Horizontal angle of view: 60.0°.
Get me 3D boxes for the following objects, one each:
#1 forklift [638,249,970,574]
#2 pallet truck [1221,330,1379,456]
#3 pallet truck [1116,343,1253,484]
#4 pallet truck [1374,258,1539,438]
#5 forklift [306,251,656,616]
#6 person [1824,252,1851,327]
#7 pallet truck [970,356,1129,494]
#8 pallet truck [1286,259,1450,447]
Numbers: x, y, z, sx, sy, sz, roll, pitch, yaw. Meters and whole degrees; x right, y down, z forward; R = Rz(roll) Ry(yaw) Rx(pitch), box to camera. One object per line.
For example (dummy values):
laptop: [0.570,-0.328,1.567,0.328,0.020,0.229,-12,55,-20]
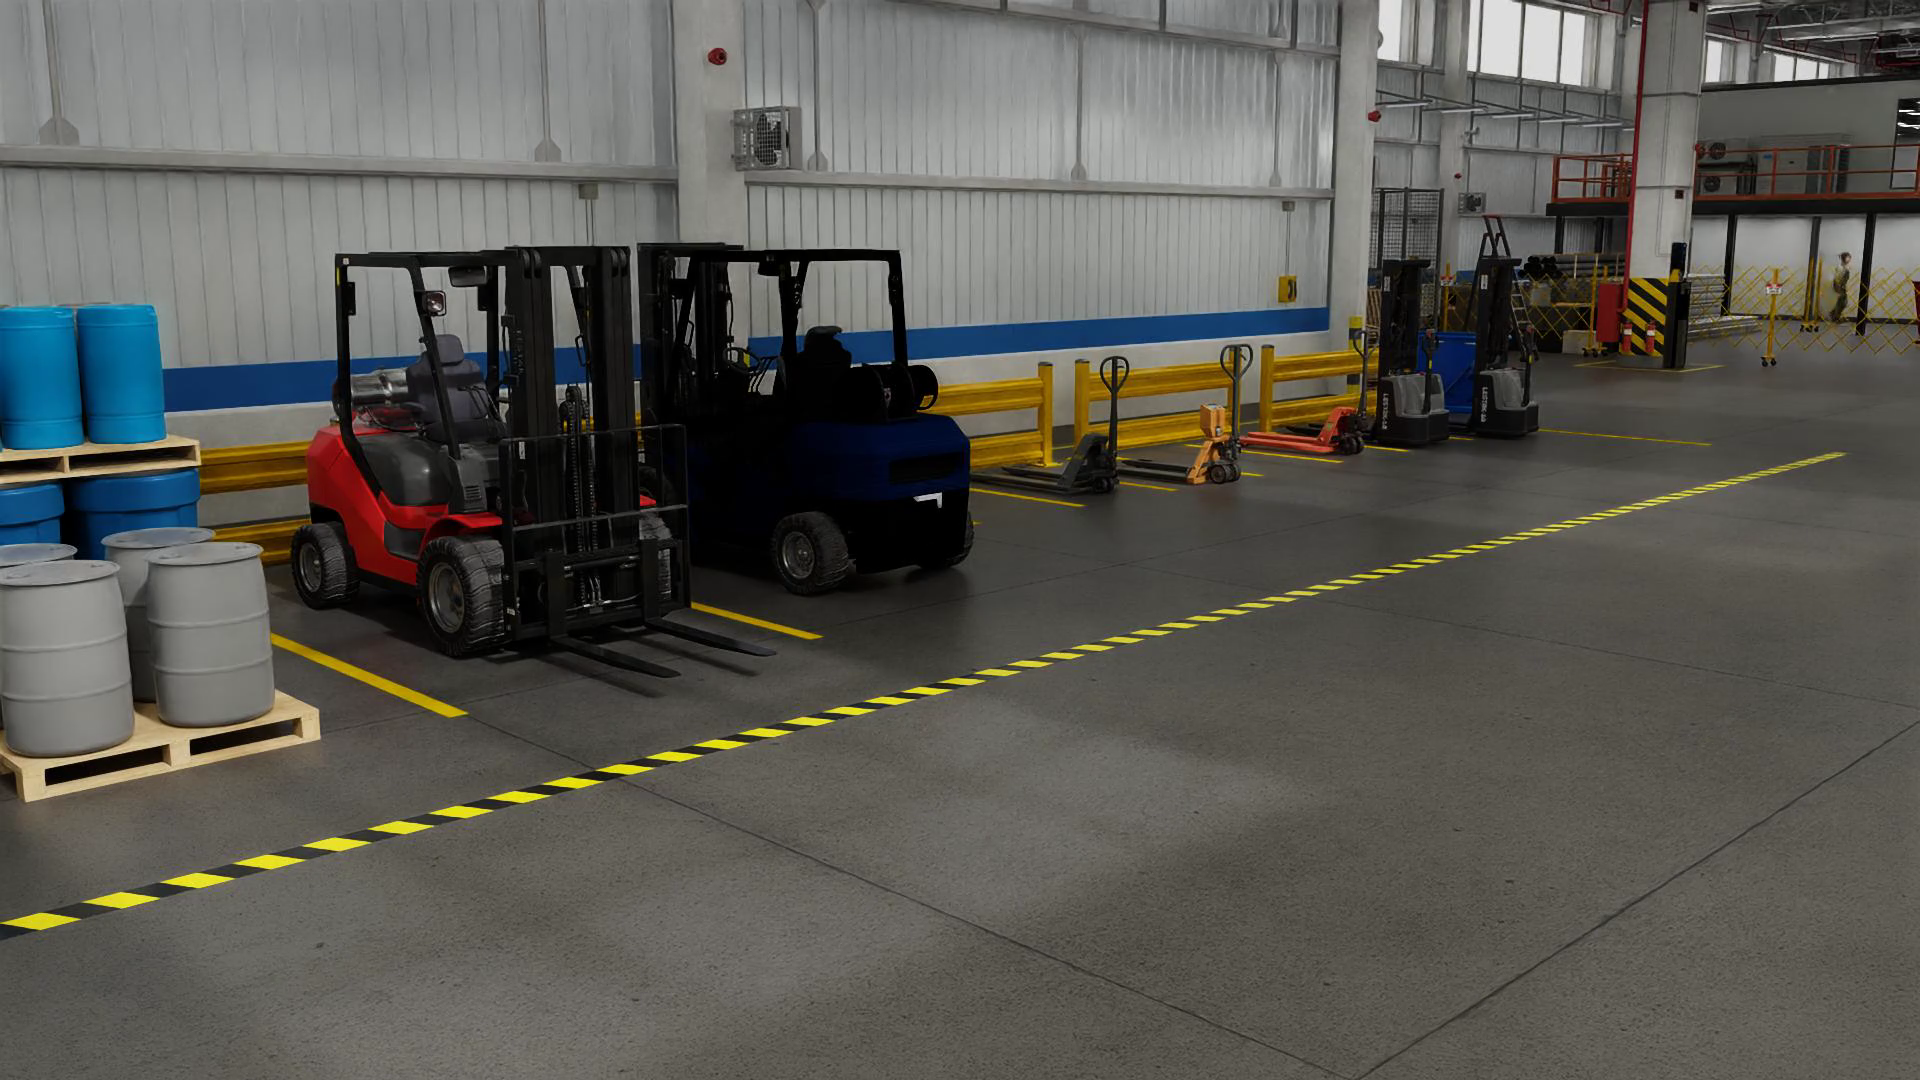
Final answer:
forklift: [-1.173,-0.958,11.239,2.680,1.987,1.157,10,14,43]
pallet truck: [3.563,-1.581,17.381,0.653,1.274,1.630,-10,14,-44]
pallet truck: [1.962,-1.215,15.415,1.522,1.261,0.704,10,14,43]
pallet truck: [5.704,-2.208,18.901,1.885,1.965,0.823,10,14,43]
forklift: [-2.833,-0.669,9.694,1.157,1.987,2.680,-10,14,-44]
person: [21.576,-6.139,40.787,0.471,1.832,0.529,10,14,43]
pallet truck: [0.784,-1.085,14.876,0.680,1.201,1.601,-10,14,-44]
pallet truck: [4.493,-2.078,18.196,0.823,1.965,1.885,-9,14,-40]
